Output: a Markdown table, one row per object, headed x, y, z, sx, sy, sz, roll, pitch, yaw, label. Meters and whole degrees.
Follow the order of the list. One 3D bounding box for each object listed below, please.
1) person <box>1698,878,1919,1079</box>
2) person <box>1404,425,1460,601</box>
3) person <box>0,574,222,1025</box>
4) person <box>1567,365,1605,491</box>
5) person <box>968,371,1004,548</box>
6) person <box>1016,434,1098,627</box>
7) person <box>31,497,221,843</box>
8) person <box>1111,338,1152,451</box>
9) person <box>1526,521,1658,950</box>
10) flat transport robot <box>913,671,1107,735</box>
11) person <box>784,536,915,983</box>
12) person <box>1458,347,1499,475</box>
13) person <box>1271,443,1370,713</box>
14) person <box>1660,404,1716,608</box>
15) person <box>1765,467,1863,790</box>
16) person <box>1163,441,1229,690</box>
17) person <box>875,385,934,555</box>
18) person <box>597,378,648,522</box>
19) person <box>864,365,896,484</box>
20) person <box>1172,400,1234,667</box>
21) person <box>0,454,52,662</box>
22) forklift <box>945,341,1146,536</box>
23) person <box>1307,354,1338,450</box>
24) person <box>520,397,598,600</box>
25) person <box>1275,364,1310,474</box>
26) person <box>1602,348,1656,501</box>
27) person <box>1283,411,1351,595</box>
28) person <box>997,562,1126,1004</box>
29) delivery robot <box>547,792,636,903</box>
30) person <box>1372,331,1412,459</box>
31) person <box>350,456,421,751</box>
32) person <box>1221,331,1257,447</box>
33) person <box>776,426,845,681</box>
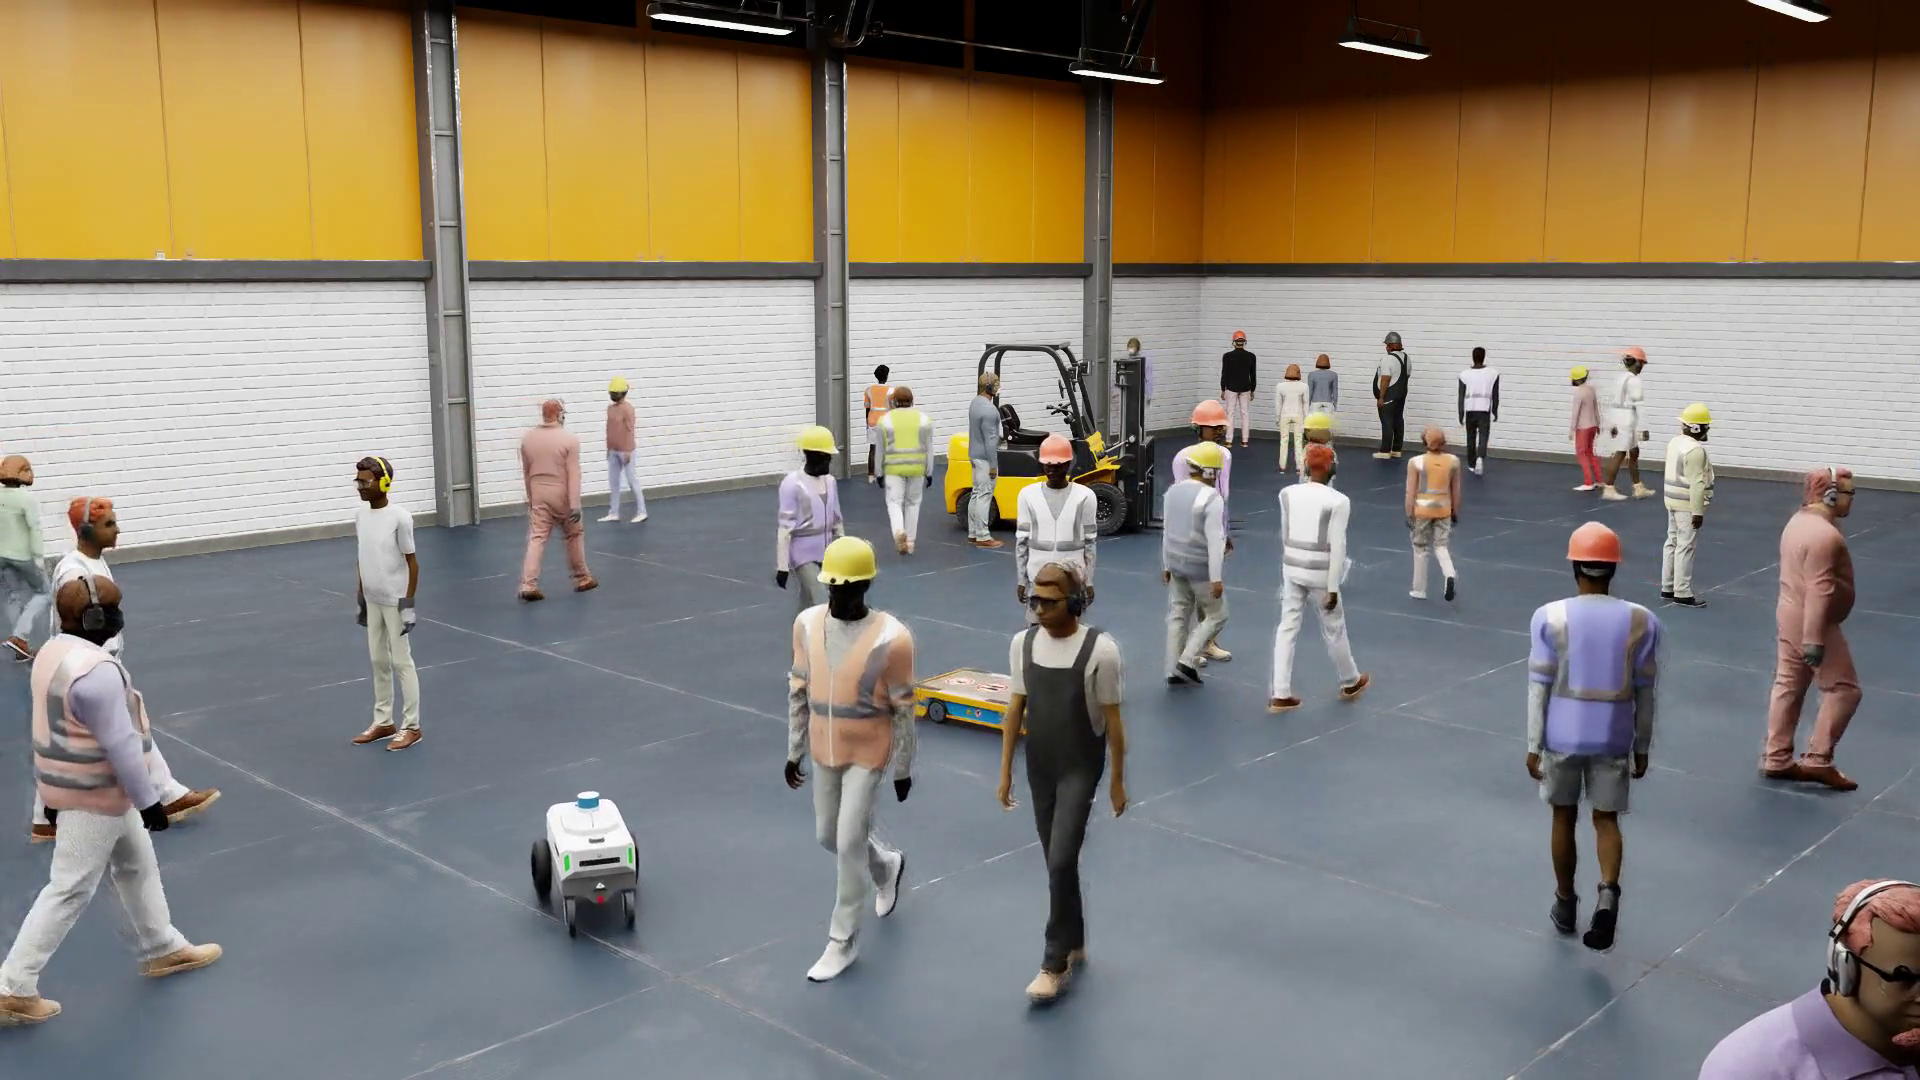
| x | y | z | sx | sy | sz | roll | pitch | yaw | label |
| --- | --- | --- | --- | --- | --- | --- | --- | --- | --- |
| 1.730 | 1.571 | 3.201 | 0.651 | 1.907 | 0.409 | -1 | 9 | -7 | person |
| 4.295 | -0.228 | 15.077 | 0.529 | 1.620 | 0.585 | -1 | 9 | -8 | person |
| -3.592 | 1.039 | 6.812 | 0.937 | 1.804 | 0.627 | -7 | 12 | -38 | person |
| 8.535 | -1.528 | 22.747 | 0.606 | 1.721 | 0.440 | -9 | 13 | -44 | person |
| 0.273 | -0.866 | 18.092 | 0.364 | 1.934 | 0.630 | -2 | 10 | -14 | person |
| 0.649 | 0.247 | 11.226 | 0.548 | 1.937 | 0.379 | 1 | 9 | 6 | person |
| -4.512 | 0.688 | 8.814 | 0.955 | 1.833 | 0.590 | -2 | 10 | -13 | person |
| 2.927 | -2.455 | 27.959 | 0.635 | 1.895 | 1.023 | 8 | 12 | 39 | person |
| 2.796 | 0.885 | 7.383 | 0.550 | 1.915 | 0.674 | 2 | 9 | 11 | person |
| 0.290 | 1.092 | 11.141 | 1.431 | 0.197 | 0.652 | 7 | 12 | 38 | flat transport robot |
| -0.449 | 0.904 | 7.318 | 0.593 | 1.906 | 0.801 | 6 | 11 | 32 | person |
| 7.697 | -1.926 | 24.717 | 0.589 | 1.894 | 0.891 | 3 | 10 | 19 | person |
| 2.476 | 0.247 | 11.522 | 0.576 | 1.833 | 0.941 | 8 | 12 | 41 | person |
| 6.564 | -0.315 | 14.990 | 0.404 | 1.830 | 0.599 | 0 | 9 | 2 | person |
| 5.074 | 0.515 | 9.714 | 0.616 | 1.885 | 0.680 | 2 | 9 | 12 | person |
| 1.685 | 0.196 | 11.920 | 0.422 | 1.809 | 0.687 | -6 | 11 | -32 | person |
| -0.580 | -0.720 | 17.549 | 0.626 | 1.816 | 0.734 | -2 | 9 | -9 | person |
| -4.060 | -1.072 | 19.960 | 0.572 | 1.747 | 0.485 | 8 | 13 | 42 | person |
| -1.103 | -1.626 | 23.473 | 0.531 | 1.691 | 0.321 | 3 | 10 | 18 | person |
| 1.894 | -0.055 | 12.751 | 0.615 | 2.041 | 0.376 | -9 | 13 | -42 | person |
| -7.254 | 0.146 | 12.812 | 0.499 | 1.616 | 0.371 | 2 | 10 | 15 | person |
| 0.977 | -1.223 | 19.452 | 2.313 | 2.155 | 1.214 | 2 | 9 | 11 | forklift |
| 5.975 | -2.249 | 27.460 | 0.507 | 1.632 | 0.268 | 1 | 9 | 5 | person |
| -3.752 | -0.383 | 15.348 | 0.661 | 1.862 | 0.985 | 3 | 10 | 20 | person |
| 4.925 | -1.794 | 24.670 | 0.499 | 1.633 | 0.286 | 3 | 10 | 15 | person |
| 8.848 | -1.501 | 21.771 | 0.866 | 1.996 | 0.694 | 1 | 9 | 4 | person |
| 3.345 | -0.340 | 15.454 | 0.639 | 1.726 | 0.494 | -2 | 9 | -11 | person |
| 0.367 | 1.004 | 6.931 | 0.515 | 1.820 | 0.739 | 7 | 11 | 36 | person |
| -1.751 | 1.437 | 7.871 | 0.477 | 0.478 | 0.707 | -3 | 10 | -19 | delivery robot |
| 6.891 | -2.330 | 26.710 | 0.689 | 2.000 | 0.539 | -8 | 12 | -41 | person |
| -3.636 | 0.397 | 10.513 | 0.513 | 1.872 | 0.331 | 6 | 11 | 31 | person |
| 4.738 | -2.564 | 28.321 | 0.609 | 1.986 | 0.402 | -1 | 9 | -8 | person |
| -0.987 | 0.132 | 12.013 | 0.713 | 1.900 | 0.629 | 5 | 10 | 27 | person |
